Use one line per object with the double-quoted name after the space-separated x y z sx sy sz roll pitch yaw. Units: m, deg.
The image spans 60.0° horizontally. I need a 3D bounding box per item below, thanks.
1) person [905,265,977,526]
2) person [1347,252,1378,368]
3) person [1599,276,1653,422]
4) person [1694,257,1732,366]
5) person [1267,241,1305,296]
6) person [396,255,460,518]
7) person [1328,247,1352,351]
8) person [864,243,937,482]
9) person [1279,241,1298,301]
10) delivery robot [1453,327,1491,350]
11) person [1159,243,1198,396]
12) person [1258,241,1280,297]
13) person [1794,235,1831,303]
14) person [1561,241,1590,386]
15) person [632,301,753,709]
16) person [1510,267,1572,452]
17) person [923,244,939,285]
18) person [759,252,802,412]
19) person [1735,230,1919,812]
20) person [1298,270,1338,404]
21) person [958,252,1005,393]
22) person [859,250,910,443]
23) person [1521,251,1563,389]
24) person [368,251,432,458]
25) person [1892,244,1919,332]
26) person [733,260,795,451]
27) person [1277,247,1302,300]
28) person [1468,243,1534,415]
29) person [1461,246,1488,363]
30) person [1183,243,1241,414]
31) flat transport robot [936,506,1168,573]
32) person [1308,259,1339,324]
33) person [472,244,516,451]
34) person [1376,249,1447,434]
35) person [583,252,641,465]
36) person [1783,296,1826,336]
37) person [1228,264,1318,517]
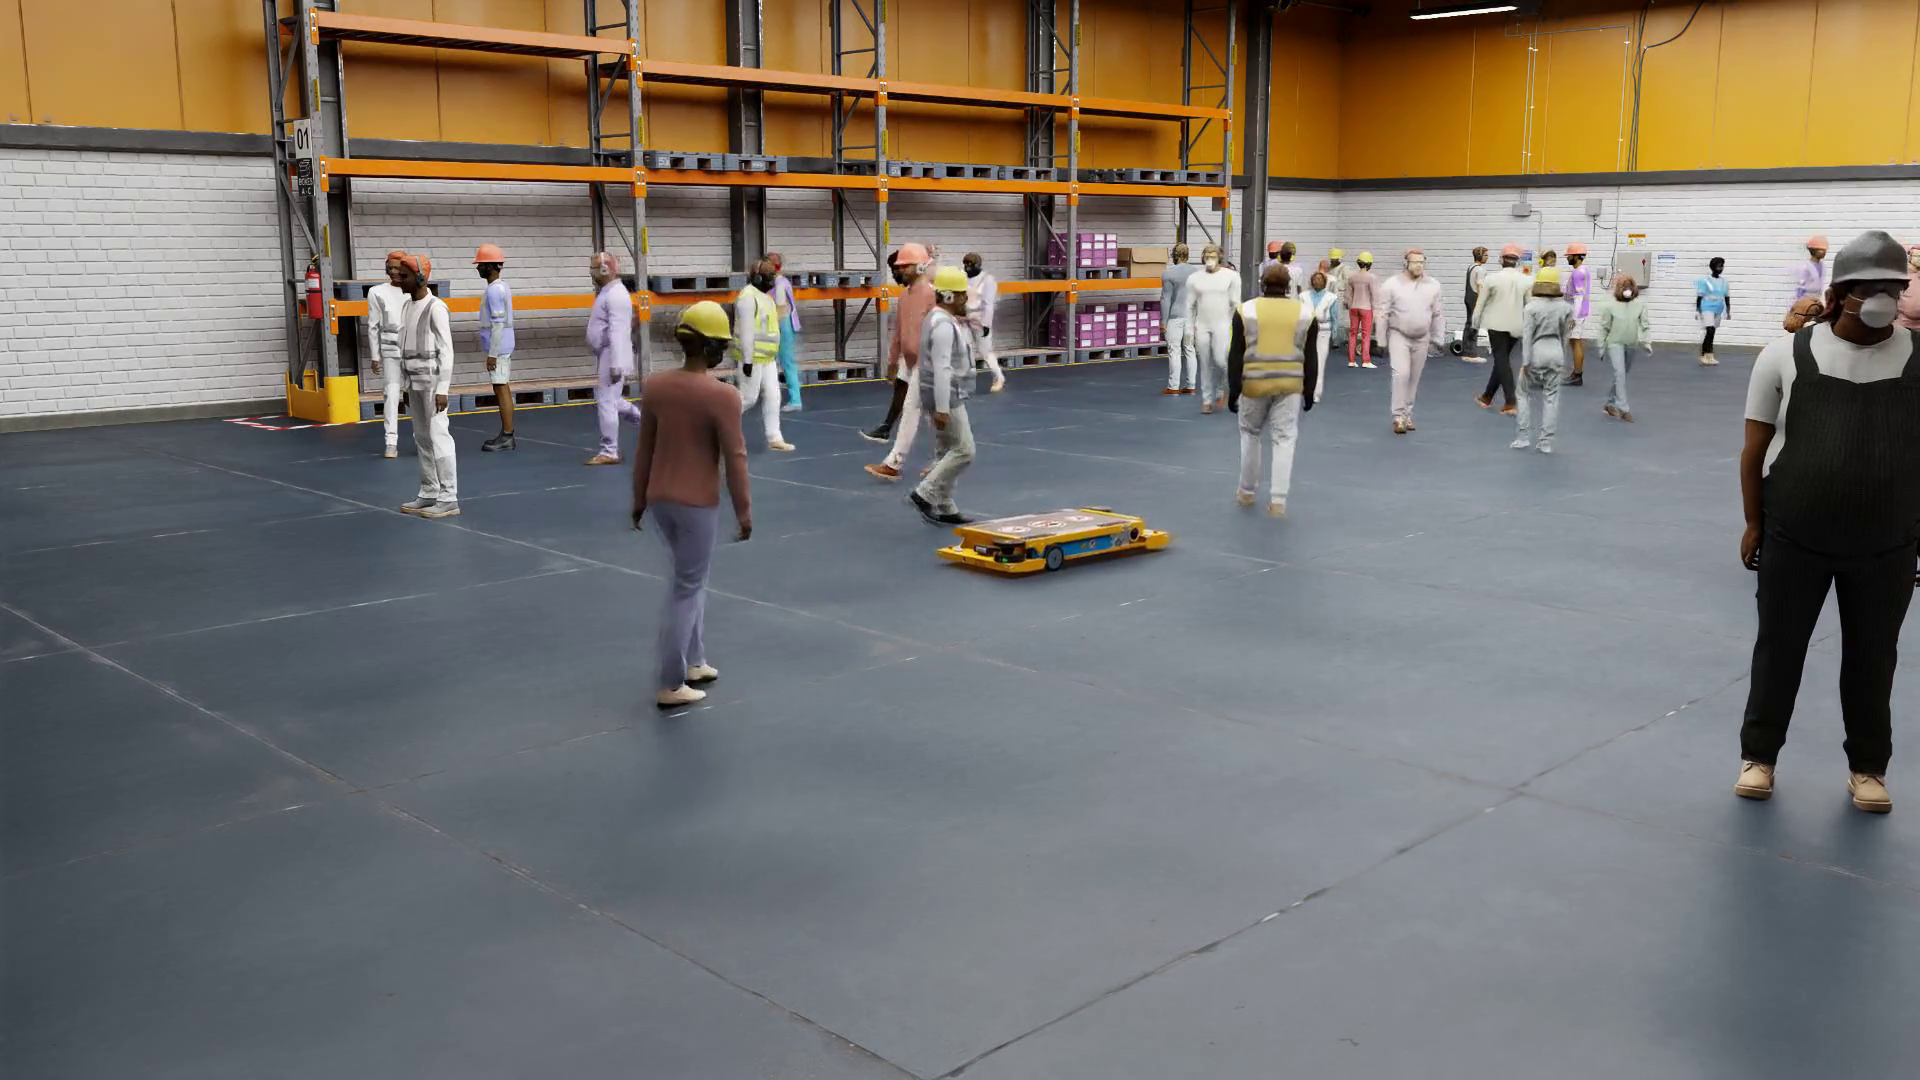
-0.096 -0.970 11.440 0.434 1.815 0.609 -1 10 -7 "person"
6.151 -3.505 25.403 0.320 1.769 0.523 -9 14 -40 "person"
7.310 -2.125 18.375 0.504 1.589 0.876 -1 10 -5 "person"
11.718 -3.525 25.743 0.547 1.667 0.706 -3 11 -16 "person"
5.286 -3.885 27.070 0.661 1.915 0.578 0 10 0 "person"
-3.851 -1.105 11.995 0.338 1.882 0.582 -10 14 -43 "person"
6.577 -4.213 29.156 0.432 1.809 0.632 -5 11 -24 "person"
-0.431 -1.456 13.724 0.976 1.946 0.649 -5 12 -27 "person"
5.569 -4.142 28.467 0.644 1.911 0.496 10 14 43 "person"
8.658 -3.397 27.868 0.707 0.478 0.477 6 12 30 "delivery robot"
2.788 -2.774 21.010 0.626 1.934 0.373 -7 12 -33 "person"
5.528 -4.294 29.343 0.556 1.916 0.456 3 11 17 "person"
12.341 -3.422 24.245 0.616 2.025 0.571 -6 12 -29 "person"
8.277 -3.045 22.431 0.374 1.935 0.552 5 12 26 "person"
-1.135 -0.163 7.236 0.548 1.735 0.654 7 13 35 "person"
5.463 -1.695 15.648 0.494 1.730 0.537 -1 10 -6 "person"
-0.409 -2.963 22.094 0.403 1.900 0.644 -9 14 -40 "person"
-2.100 -2.352 18.964 0.626 1.823 0.576 -3 11 -18 "person"
3.115 -0.058 5.860 0.684 2.000 0.538 4 11 22 "person"
4.368 -2.499 20.357 0.504 1.605 0.835 5 11 24 "person"
0.225 -2.750 21.185 0.627 1.811 0.862 8 13 36 "person"
-0.434 -1.870 16.163 1.049 1.886 0.668 1 10 4 "person"
7.744 -2.914 22.075 0.516 1.807 1.010 0 10 -2 "person"
-5.081 -1.688 15.184 0.576 1.881 0.352 -4 11 -20 "person"
11.764 -2.692 20.592 0.643 1.908 0.399 -1 10 -5 "person"
-1.988 -1.713 15.544 0.774 1.808 0.656 3 11 16 "person"
5.000 -3.548 25.452 0.555 1.838 0.474 1 10 6 "person"
6.205 -2.412 19.012 0.614 1.930 1.084 -2 11 -12 "person"
8.227 -3.751 26.531 0.344 1.845 0.506 -1 10 -4 "person"
2.843 -2.380 18.831 0.657 1.924 0.445 4 11 21 "person"
0.597 -0.018 10.471 1.431 0.197 0.652 -9 14 -41 "flat transport robot"
6.096 -3.907 27.965 0.526 1.623 0.406 3 11 14 "person"
-4.373 -1.801 15.647 0.355 1.939 0.544 -2 11 -10 "person"
4.655 -2.032 17.058 0.668 1.877 0.780 -2 11 -9 "person"
-3.009 -1.604 14.752 0.687 1.886 0.662 -3 11 -18 "person"
5.444 -0.771 10.863 0.501 1.631 0.285 -6 12 -30 "person"
2.274 -1.106 12.203 0.666 1.808 0.853 0 10 2 "person"
